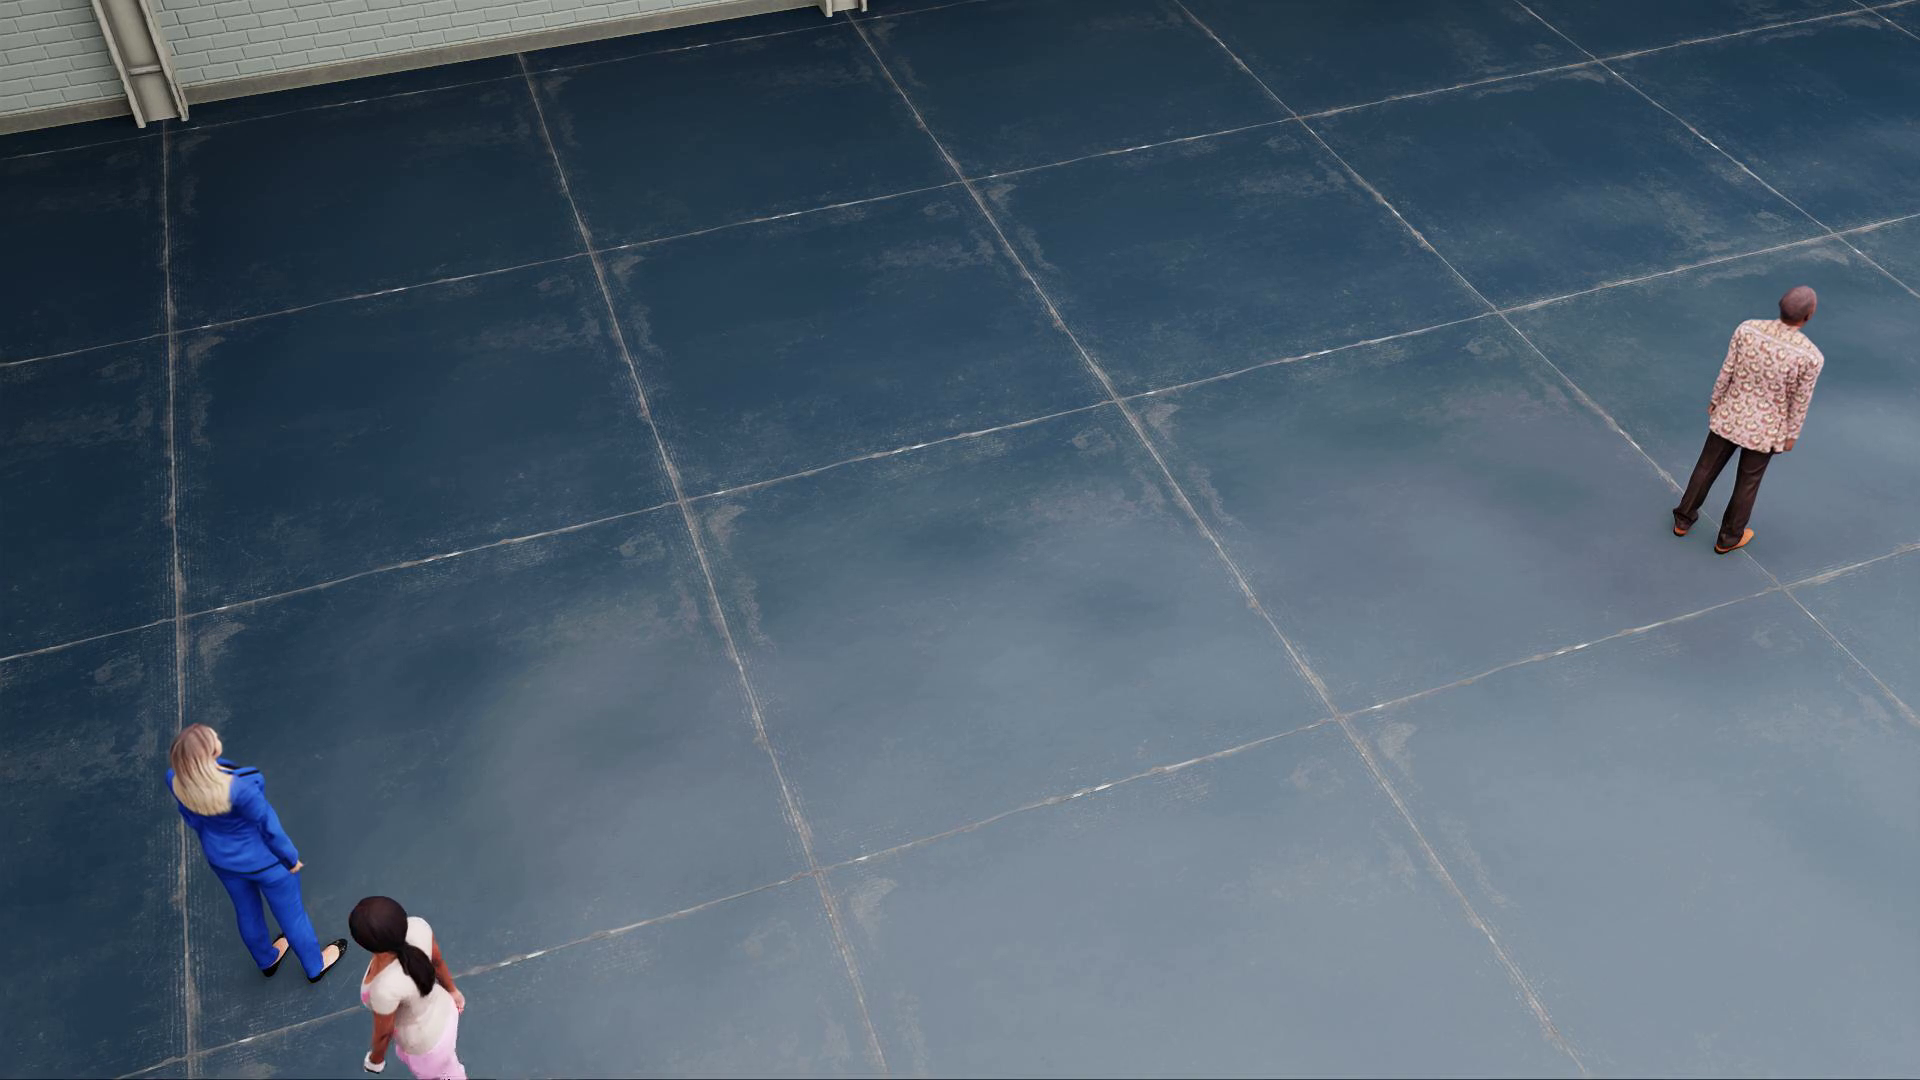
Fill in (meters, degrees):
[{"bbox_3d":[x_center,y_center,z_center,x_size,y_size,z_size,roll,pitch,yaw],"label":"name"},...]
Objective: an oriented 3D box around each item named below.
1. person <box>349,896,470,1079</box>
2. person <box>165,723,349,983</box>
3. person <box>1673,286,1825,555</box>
[{"bbox_3d":[-2.090,2.016,6.789,0.722,1.729,0.665,2,43,2],"label":"person"},{"bbox_3d":[-3.188,1.418,7.449,0.664,1.700,0.761,10,44,11],"label":"person"},{"bbox_3d":[4.580,-0.692,9.631,0.766,1.808,0.752,33,52,31],"label":"person"}]
